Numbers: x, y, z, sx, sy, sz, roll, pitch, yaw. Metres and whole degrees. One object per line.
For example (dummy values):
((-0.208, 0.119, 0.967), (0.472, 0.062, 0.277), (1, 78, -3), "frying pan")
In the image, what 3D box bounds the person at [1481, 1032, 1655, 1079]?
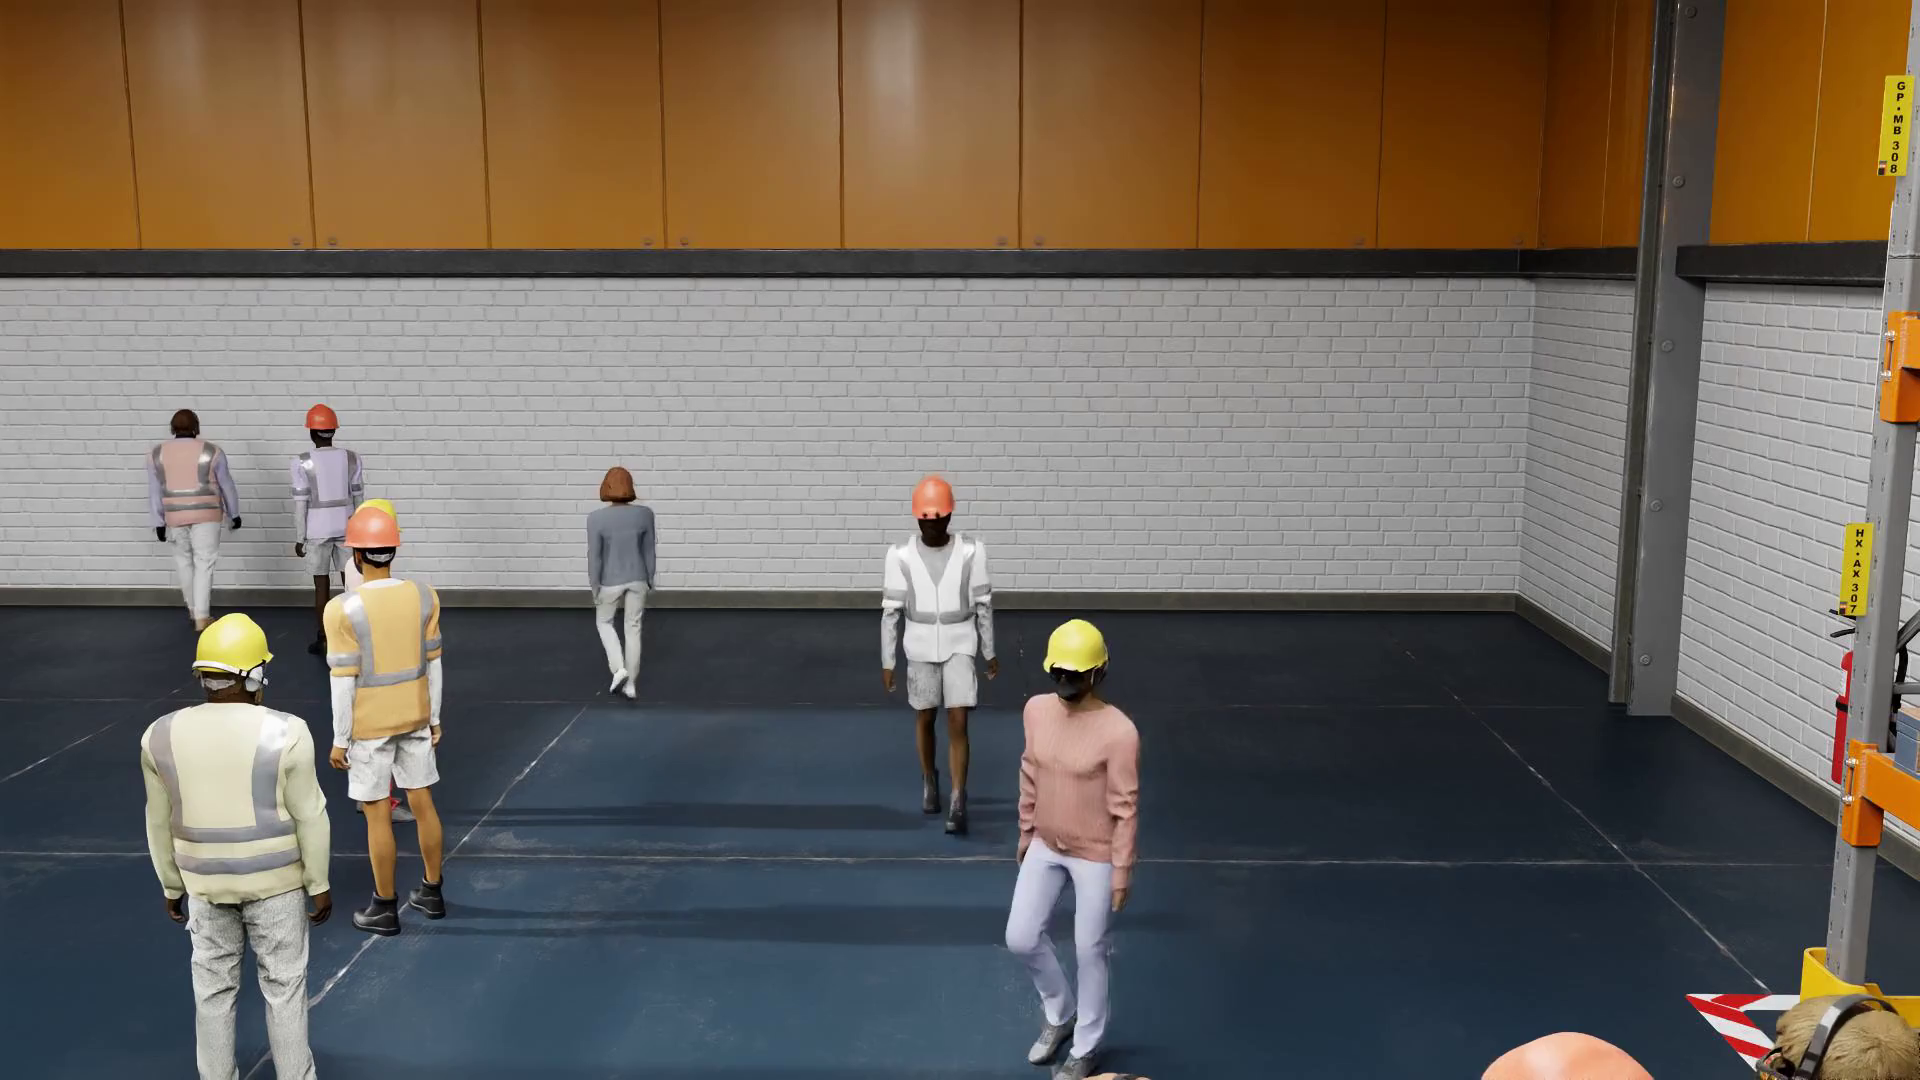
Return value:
((0.794, 1.636, 2.266), (0.397, 2.044, 0.609), (-7, 12, -36), "person")

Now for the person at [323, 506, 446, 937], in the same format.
((-2.602, 0.812, 7.515), (0.379, 1.937, 0.548), (8, 13, 41), "person")

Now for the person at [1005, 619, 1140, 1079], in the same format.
((0.413, 1.142, 6.054), (0.554, 1.752, 0.353), (8, 12, 39), "person")

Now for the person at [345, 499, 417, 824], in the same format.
((-3.141, 0.653, 9.004), (0.321, 1.761, 0.522), (-7, 12, -37), "person")

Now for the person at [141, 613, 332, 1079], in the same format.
((-2.468, 1.157, 5.760), (0.600, 1.831, 0.404), (0, 9, -1), "person")

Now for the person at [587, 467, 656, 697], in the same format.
((-2.342, 0.297, 11.544), (0.507, 1.619, 0.383), (-5, 11, -27), "person")

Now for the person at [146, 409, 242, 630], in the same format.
((-6.356, -0.191, 13.922), (0.633, 1.814, 0.798), (-1, 10, -5), "person")

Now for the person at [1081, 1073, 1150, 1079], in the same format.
((0.323, 1.723, 2.956), (0.314, 1.639, 0.515), (3, 10, 18), "person")

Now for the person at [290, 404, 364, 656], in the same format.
((-4.866, -0.077, 12.827), (0.545, 1.942, 0.353), (-8, 12, -40), "person")

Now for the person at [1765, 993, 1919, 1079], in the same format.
((1.373, 1.645, 2.598), (0.641, 1.925, 0.401), (-6, 11, -32), "person")

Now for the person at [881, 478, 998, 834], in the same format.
((-0.115, 0.613, 8.845), (0.608, 1.891, 0.912), (0, 9, 2), "person")
